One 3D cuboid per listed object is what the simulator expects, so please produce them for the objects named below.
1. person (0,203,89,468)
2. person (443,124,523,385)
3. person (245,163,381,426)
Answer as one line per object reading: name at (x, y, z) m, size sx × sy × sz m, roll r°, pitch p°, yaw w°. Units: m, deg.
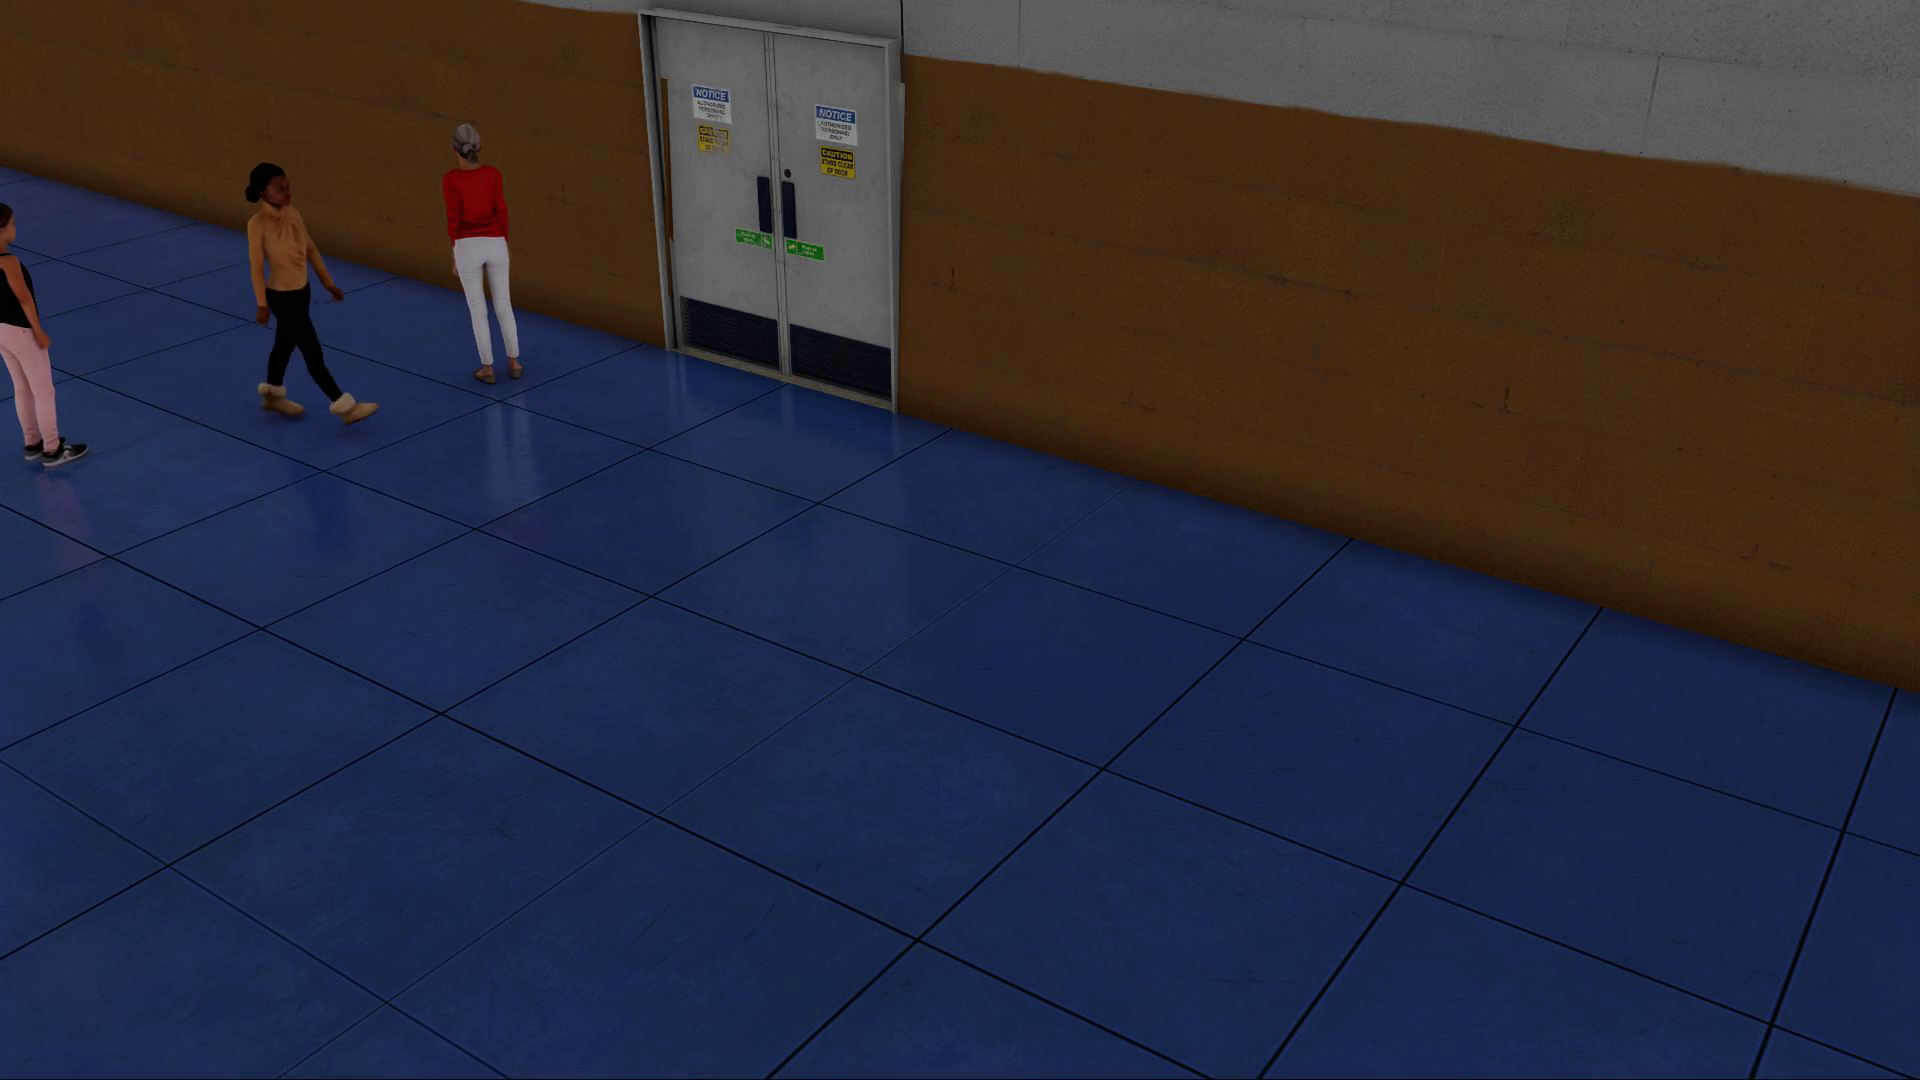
person at (-5.444, -1.182, 9.612) m, size 0.539 × 1.562 × 0.540 m, roll 14°, pitch 30°, yaw 26°
person at (-3.101, -1.849, 10.781) m, size 0.595 × 1.694 × 0.697 m, roll -15°, pitch 31°, yaw -27°
person at (-4.153, -1.471, 10.120) m, size 0.946 × 1.619 × 1.117 m, roll 5°, pitch 27°, yaw 10°
